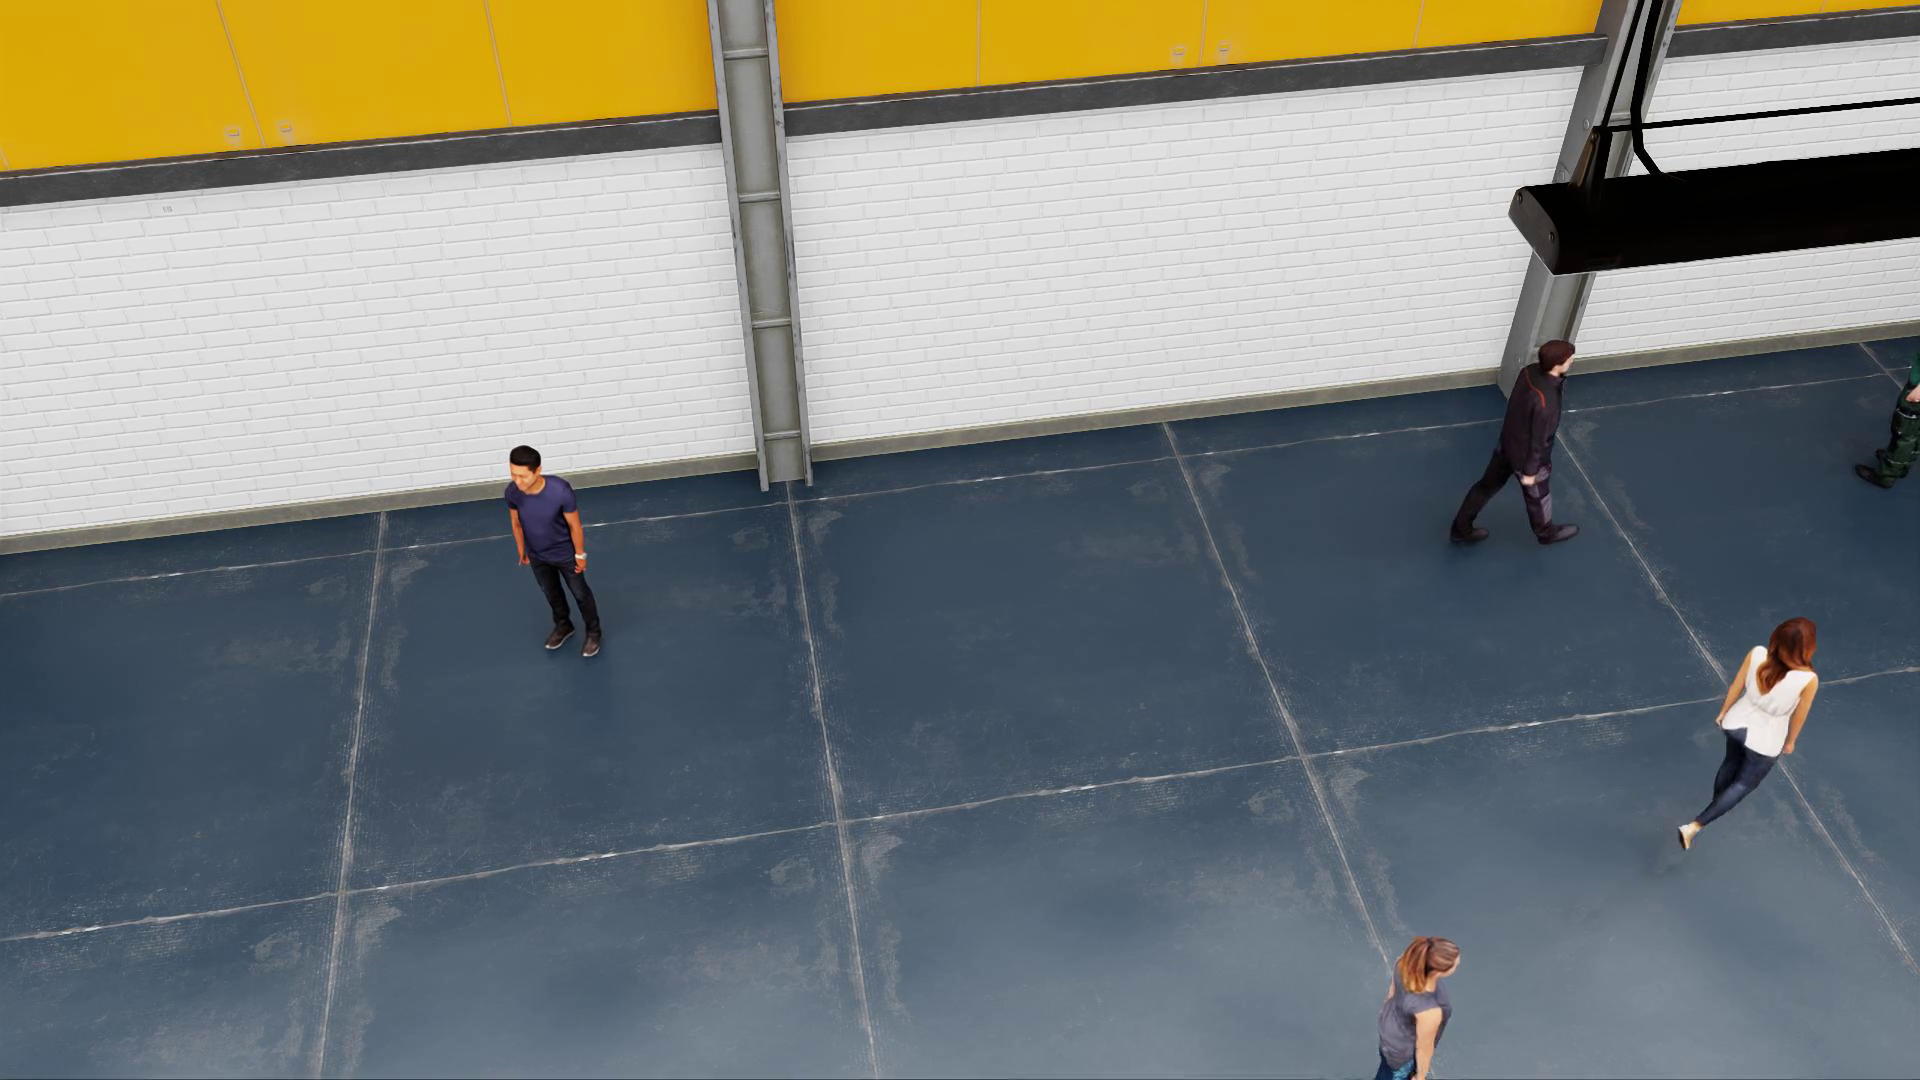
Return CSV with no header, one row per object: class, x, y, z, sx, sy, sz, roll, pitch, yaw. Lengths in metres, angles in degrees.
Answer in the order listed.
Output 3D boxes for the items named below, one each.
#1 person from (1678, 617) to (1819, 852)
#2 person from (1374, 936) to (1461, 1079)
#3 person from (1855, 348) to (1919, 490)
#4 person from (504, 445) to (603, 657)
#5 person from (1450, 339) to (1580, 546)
person,4.573,1.159,9.660,1.040,1.769,0.839,-27,50,-25
person,2.130,2.512,8.293,1.117,1.696,0.633,-3,44,-3
person,7.032,-1.156,12.038,0.673,1.841,0.790,-28,50,-26
person,-2.638,0.042,10.820,0.617,1.787,0.768,8,44,8
person,3.811,-0.611,11.504,1.131,1.789,0.787,-5,44,-5
